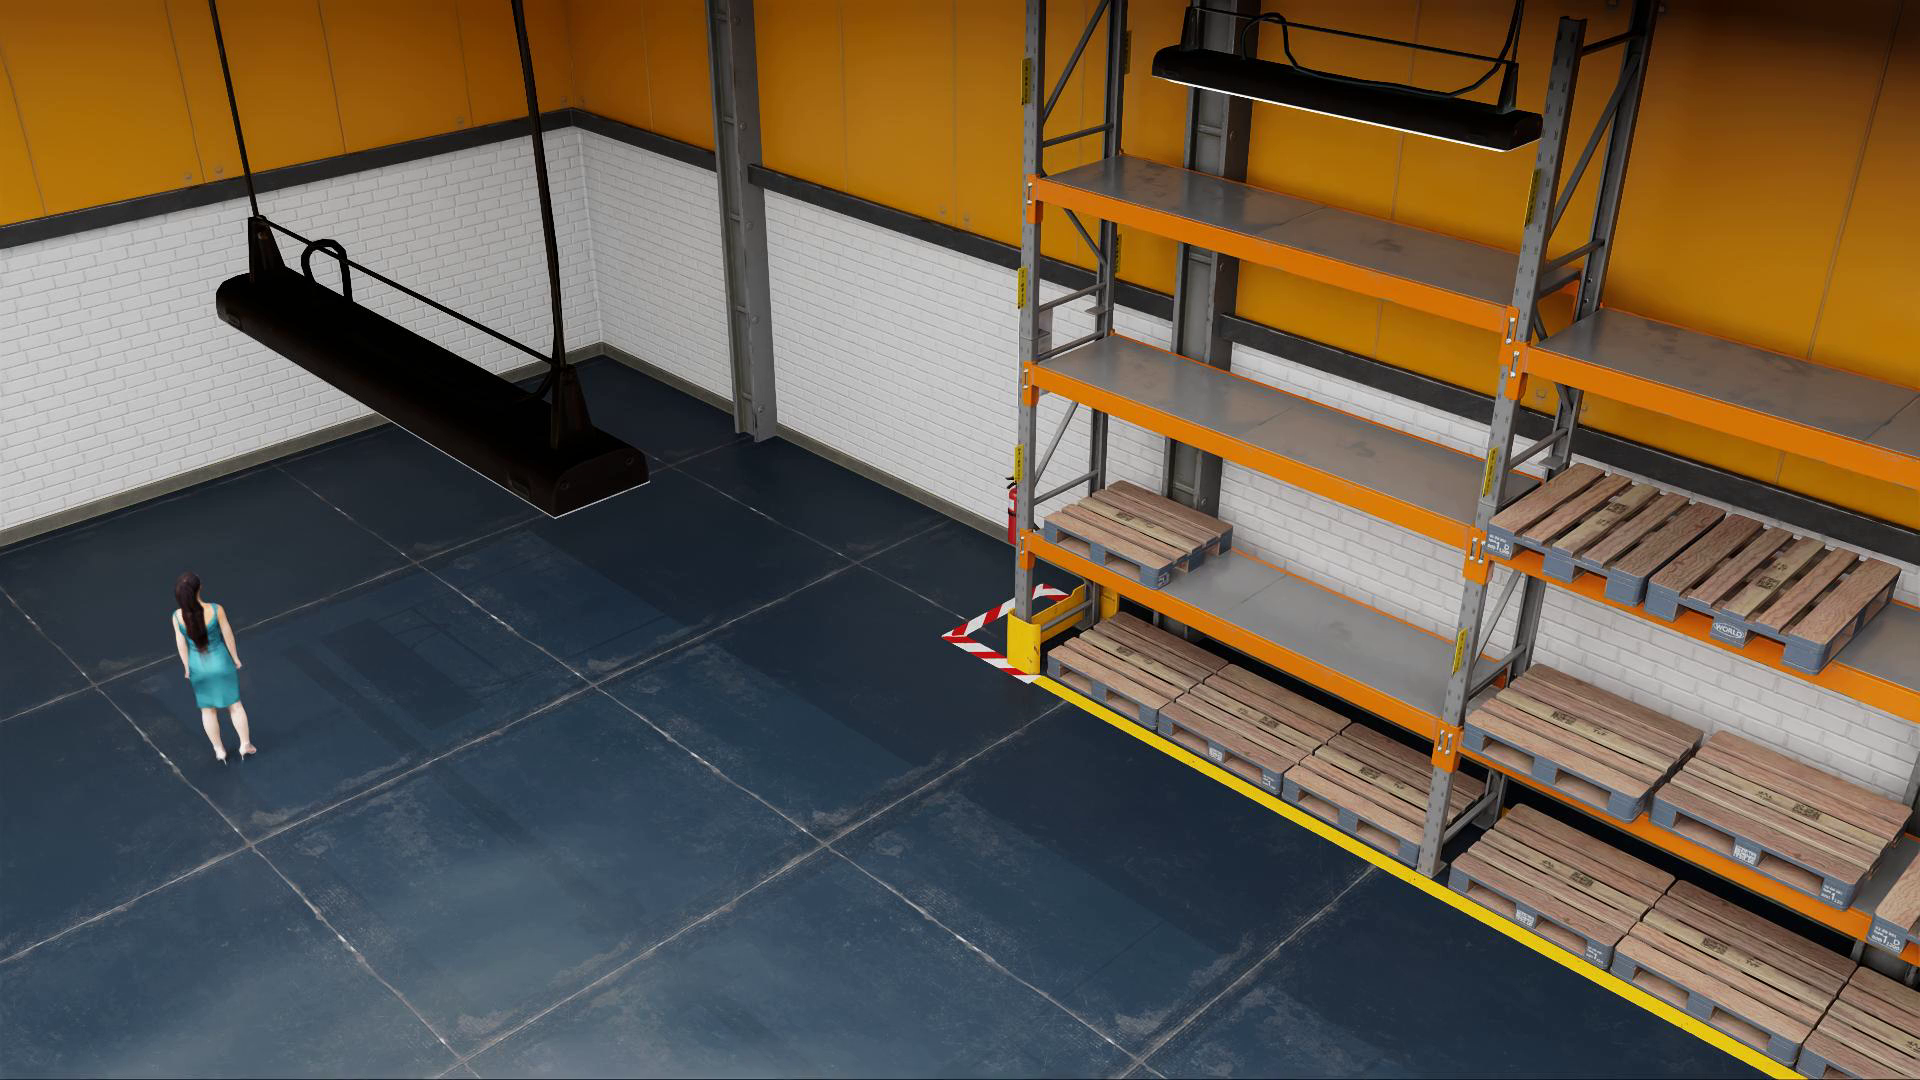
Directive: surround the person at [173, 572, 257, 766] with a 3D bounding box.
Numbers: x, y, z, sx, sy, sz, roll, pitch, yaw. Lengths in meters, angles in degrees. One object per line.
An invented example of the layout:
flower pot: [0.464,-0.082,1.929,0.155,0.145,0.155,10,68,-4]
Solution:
person: [-5.777,0.986,12.826,0.621,1.686,0.606,-10,30,-18]
